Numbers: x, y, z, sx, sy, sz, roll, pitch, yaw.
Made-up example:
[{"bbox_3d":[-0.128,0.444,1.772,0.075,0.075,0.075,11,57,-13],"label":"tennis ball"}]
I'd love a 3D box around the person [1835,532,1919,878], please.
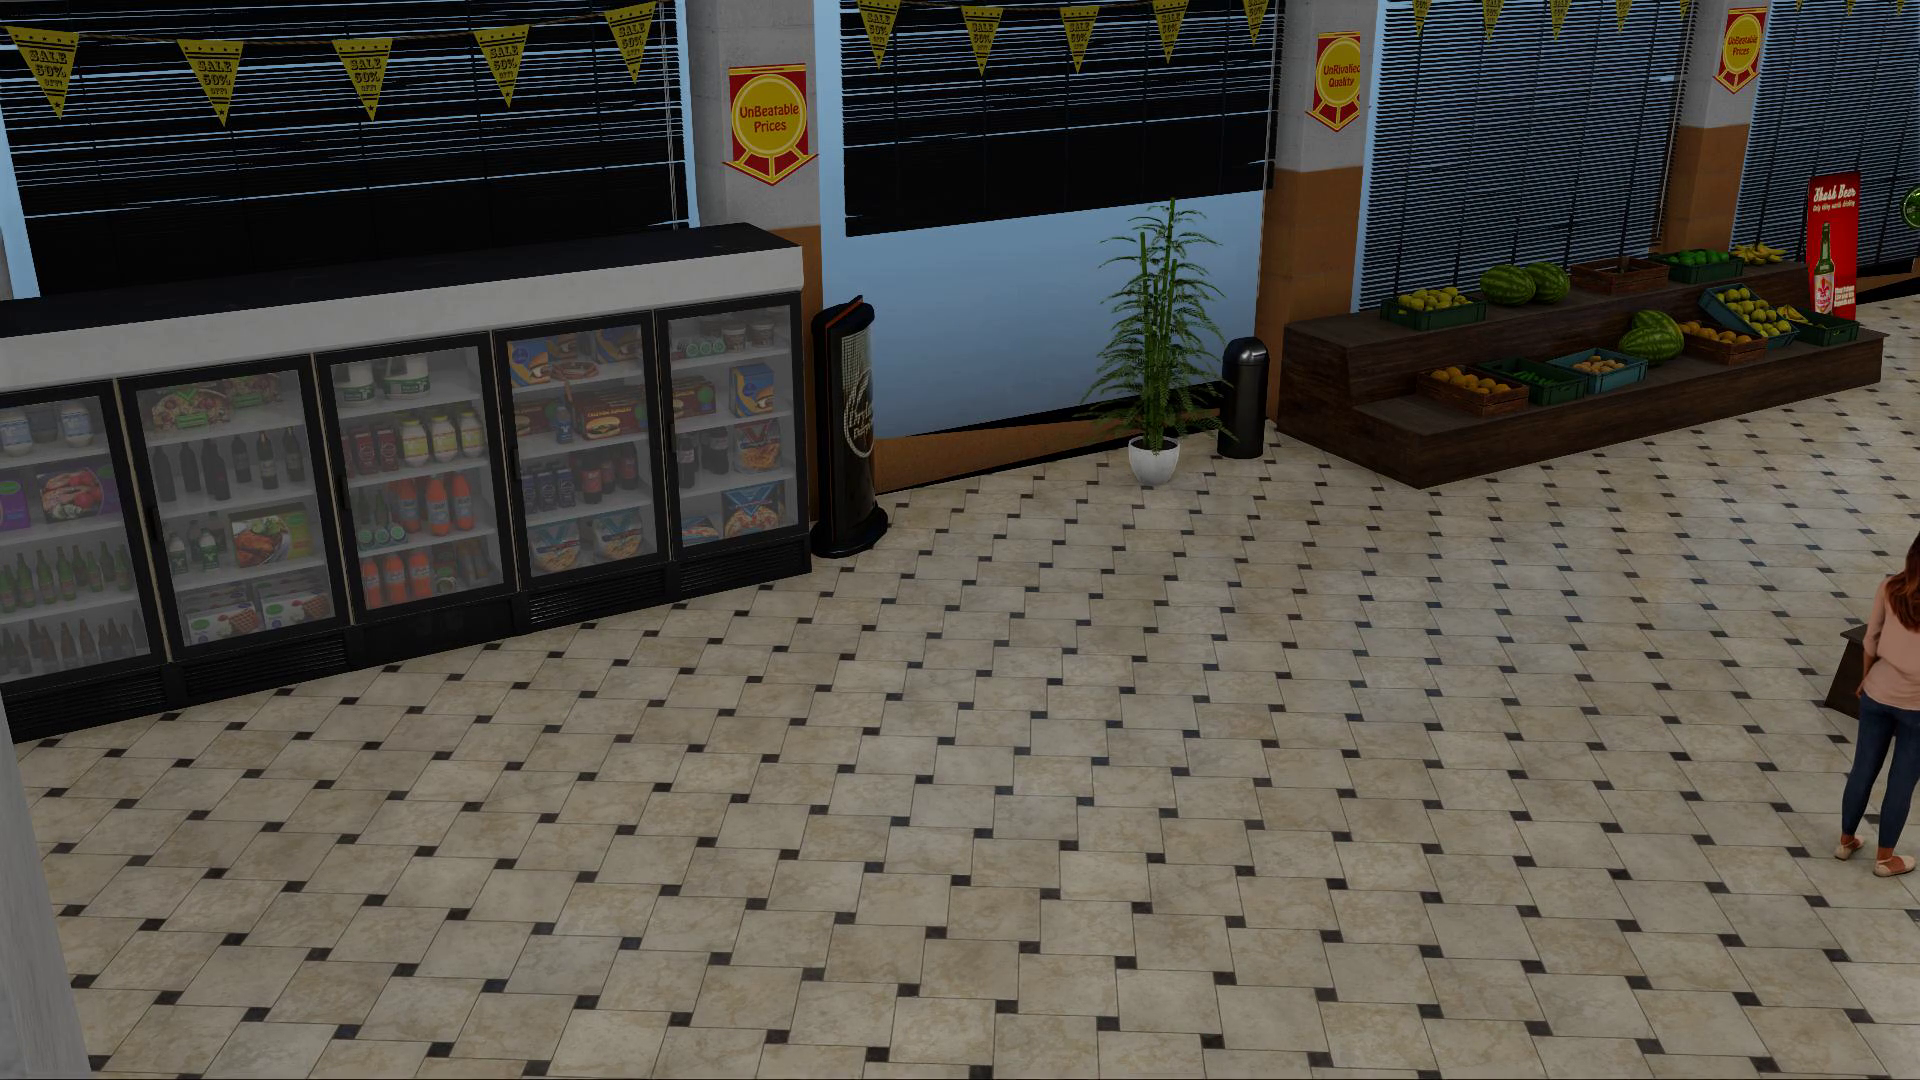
[{"bbox_3d":[4.473,0.756,7.905,0.529,1.789,0.593,-14,26,-30],"label":"person"}]
